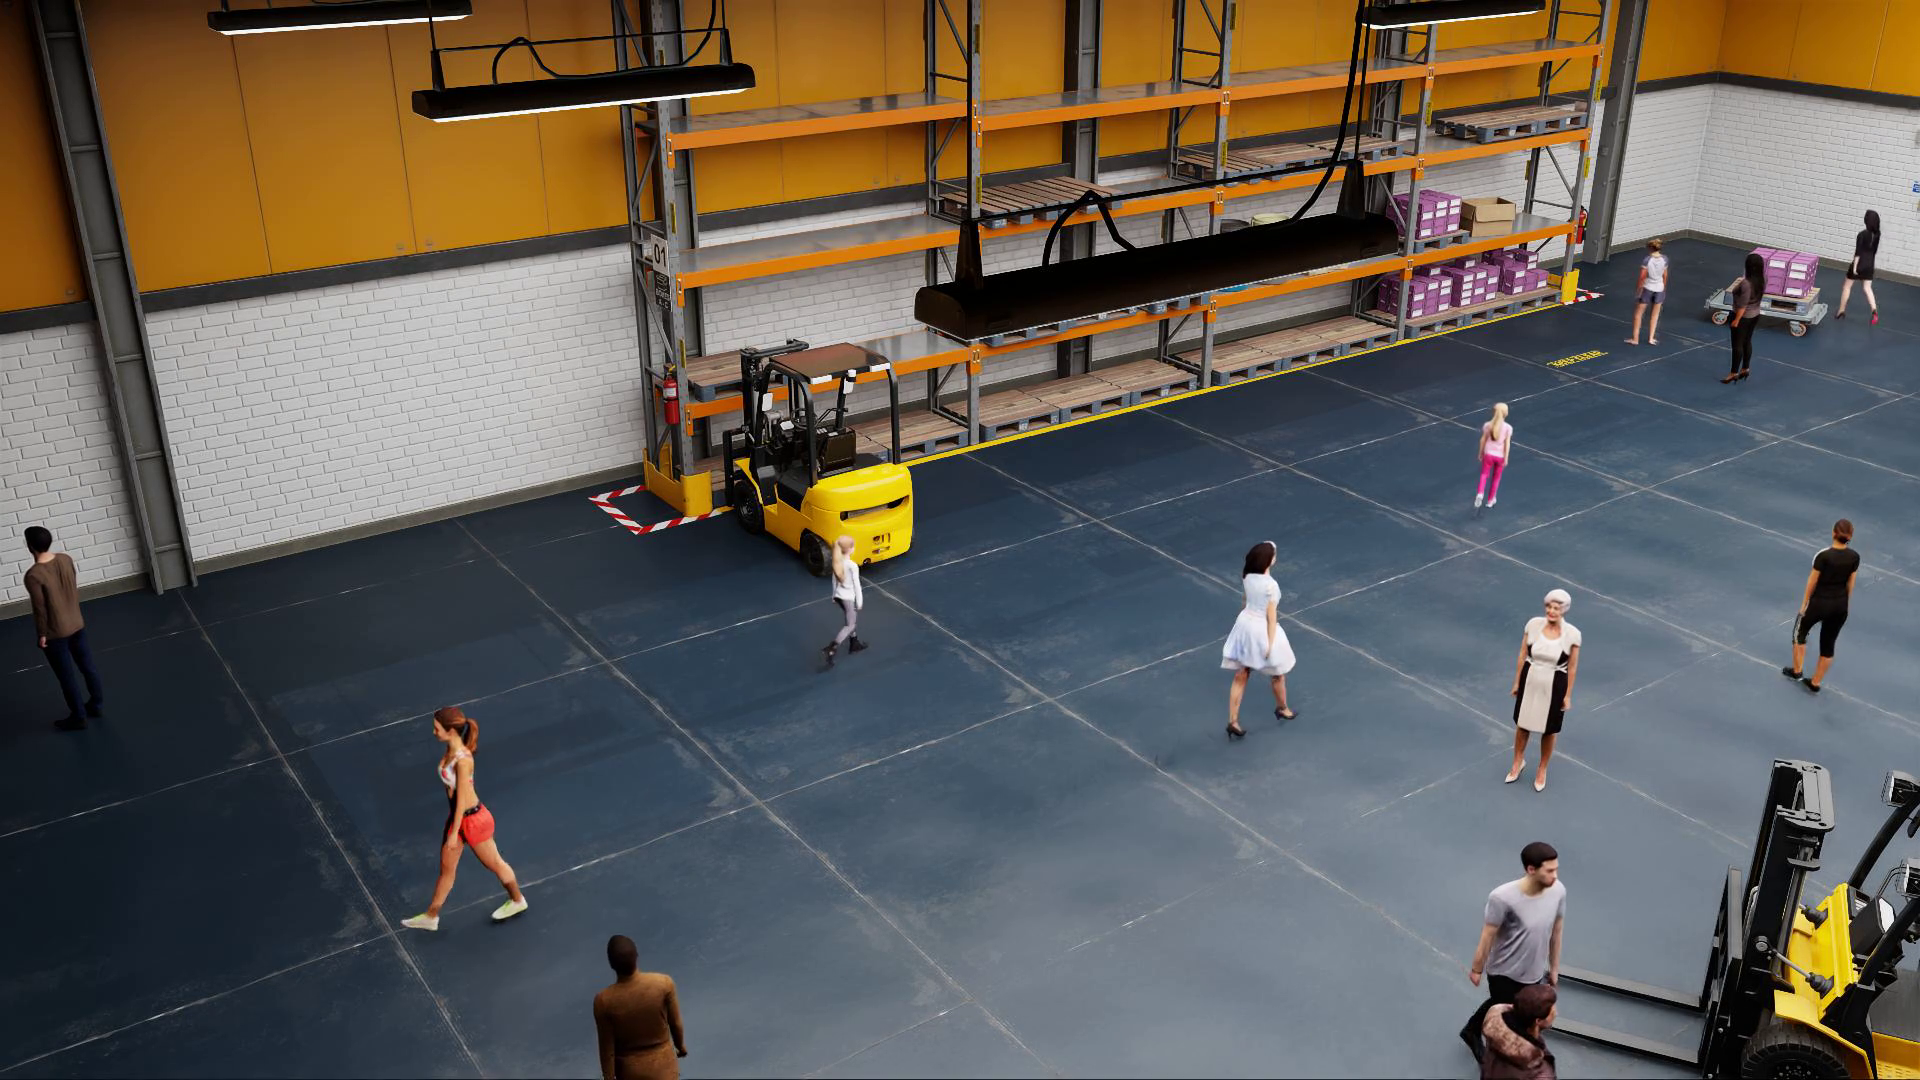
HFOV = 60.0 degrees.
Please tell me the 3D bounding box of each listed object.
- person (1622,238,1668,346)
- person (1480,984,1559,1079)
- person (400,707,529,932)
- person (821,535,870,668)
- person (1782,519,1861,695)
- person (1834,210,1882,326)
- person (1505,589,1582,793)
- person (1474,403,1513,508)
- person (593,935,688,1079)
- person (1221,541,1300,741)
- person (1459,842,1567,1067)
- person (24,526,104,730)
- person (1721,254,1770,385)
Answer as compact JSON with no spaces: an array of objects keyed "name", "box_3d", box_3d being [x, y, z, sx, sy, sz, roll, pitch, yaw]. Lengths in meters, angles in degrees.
[{"name":"person","box_3d":[10.408,-3.736,24.989,0.675,1.609,0.825,4,24,9]},{"name":"person","box_3d":[2.877,3.187,8.901,1.306,1.810,1.167,1,24,2]},{"name":"person","box_3d":[-3.377,1.975,11.748,1.111,1.751,0.642,-14,27,-29]},{"name":"person","box_3d":[-1.106,0.567,15.579,0.883,1.261,0.578,-21,31,-39]},{"name":"person","box_3d":[7.820,0.624,14.951,0.757,1.661,0.818,1,24,2]},{"name":"person","box_3d":[14.054,-4.171,25.781,1.106,1.772,0.975,-4,24,-8]},{"name":"person","box_3d":[4.738,1.205,13.504,0.700,1.756,0.656,15,28,31]},{"name":"person","box_3d":[6.100,-0.946,19.039,0.672,1.263,0.819,13,27,27]},{"name":"person","box_3d":[-1.739,3.039,9.287,1.275,1.773,1.051,-4,24,-10]},{"name":"person","box_3d":[2.457,0.896,14.178,1.017,1.782,0.645,-16,28,-32]},{"name":"person","box_3d":[3.370,2.604,10.224,1.213,1.819,0.968,-7,25,-17]},{"name":"person","box_3d":[-7.775,0.745,14.391,0.803,1.888,0.727,6,24,14]},{"name":"person","box_3d":[10.978,-3.083,23.212,0.512,1.838,0.688,-16,28,-32]}]
